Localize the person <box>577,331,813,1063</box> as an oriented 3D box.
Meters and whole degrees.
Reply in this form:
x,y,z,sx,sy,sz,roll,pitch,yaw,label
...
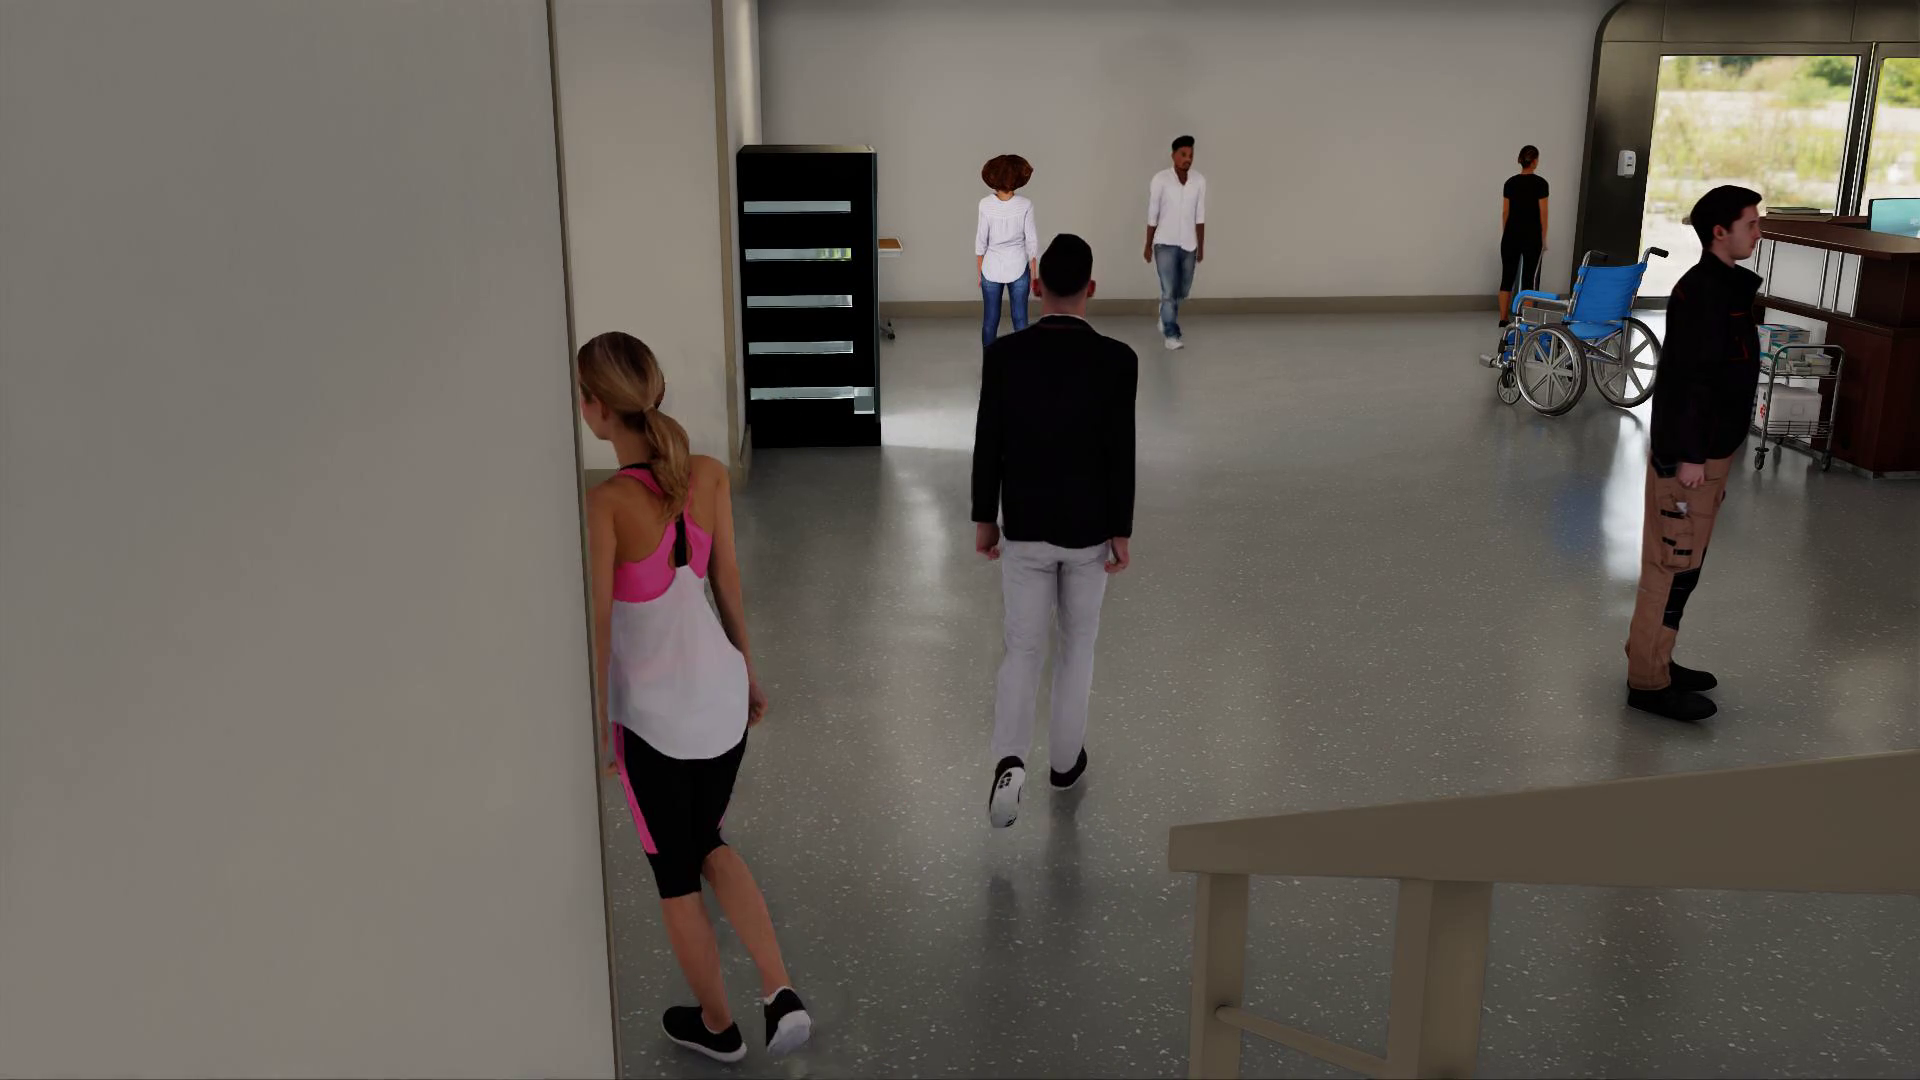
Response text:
x,y,z,sx,sy,sz,roll,pitch,yaw,label
-0.569,0.440,3.683,0.882,1.762,0.943,-15,22,-43,person

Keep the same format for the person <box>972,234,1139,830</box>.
x,y,z,sx,sy,sz,roll,pitch,yaw,label
0.277,0.009,5.109,0.868,1.819,1.161,3,16,12,person

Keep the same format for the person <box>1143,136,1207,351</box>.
x,y,z,sx,sy,sz,roll,pitch,yaw,label
1.819,-2.539,14.235,0.760,1.771,1.125,-3,16,-11,person

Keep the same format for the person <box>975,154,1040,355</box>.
x,y,z,sx,sy,sz,roll,pitch,yaw,label
0.345,-2.082,12.725,0.704,1.711,0.674,2,16,9,person

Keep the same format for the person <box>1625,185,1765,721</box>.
x,y,z,sx,sy,sz,roll,pitch,yaw,label
2.688,-0.326,6.103,0.851,1.924,0.727,8,17,25,person

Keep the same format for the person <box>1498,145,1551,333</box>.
x,y,z,sx,sy,sz,roll,pitch,yaw,label
5.157,-2.768,15.236,0.658,1.668,0.717,13,20,38,person
